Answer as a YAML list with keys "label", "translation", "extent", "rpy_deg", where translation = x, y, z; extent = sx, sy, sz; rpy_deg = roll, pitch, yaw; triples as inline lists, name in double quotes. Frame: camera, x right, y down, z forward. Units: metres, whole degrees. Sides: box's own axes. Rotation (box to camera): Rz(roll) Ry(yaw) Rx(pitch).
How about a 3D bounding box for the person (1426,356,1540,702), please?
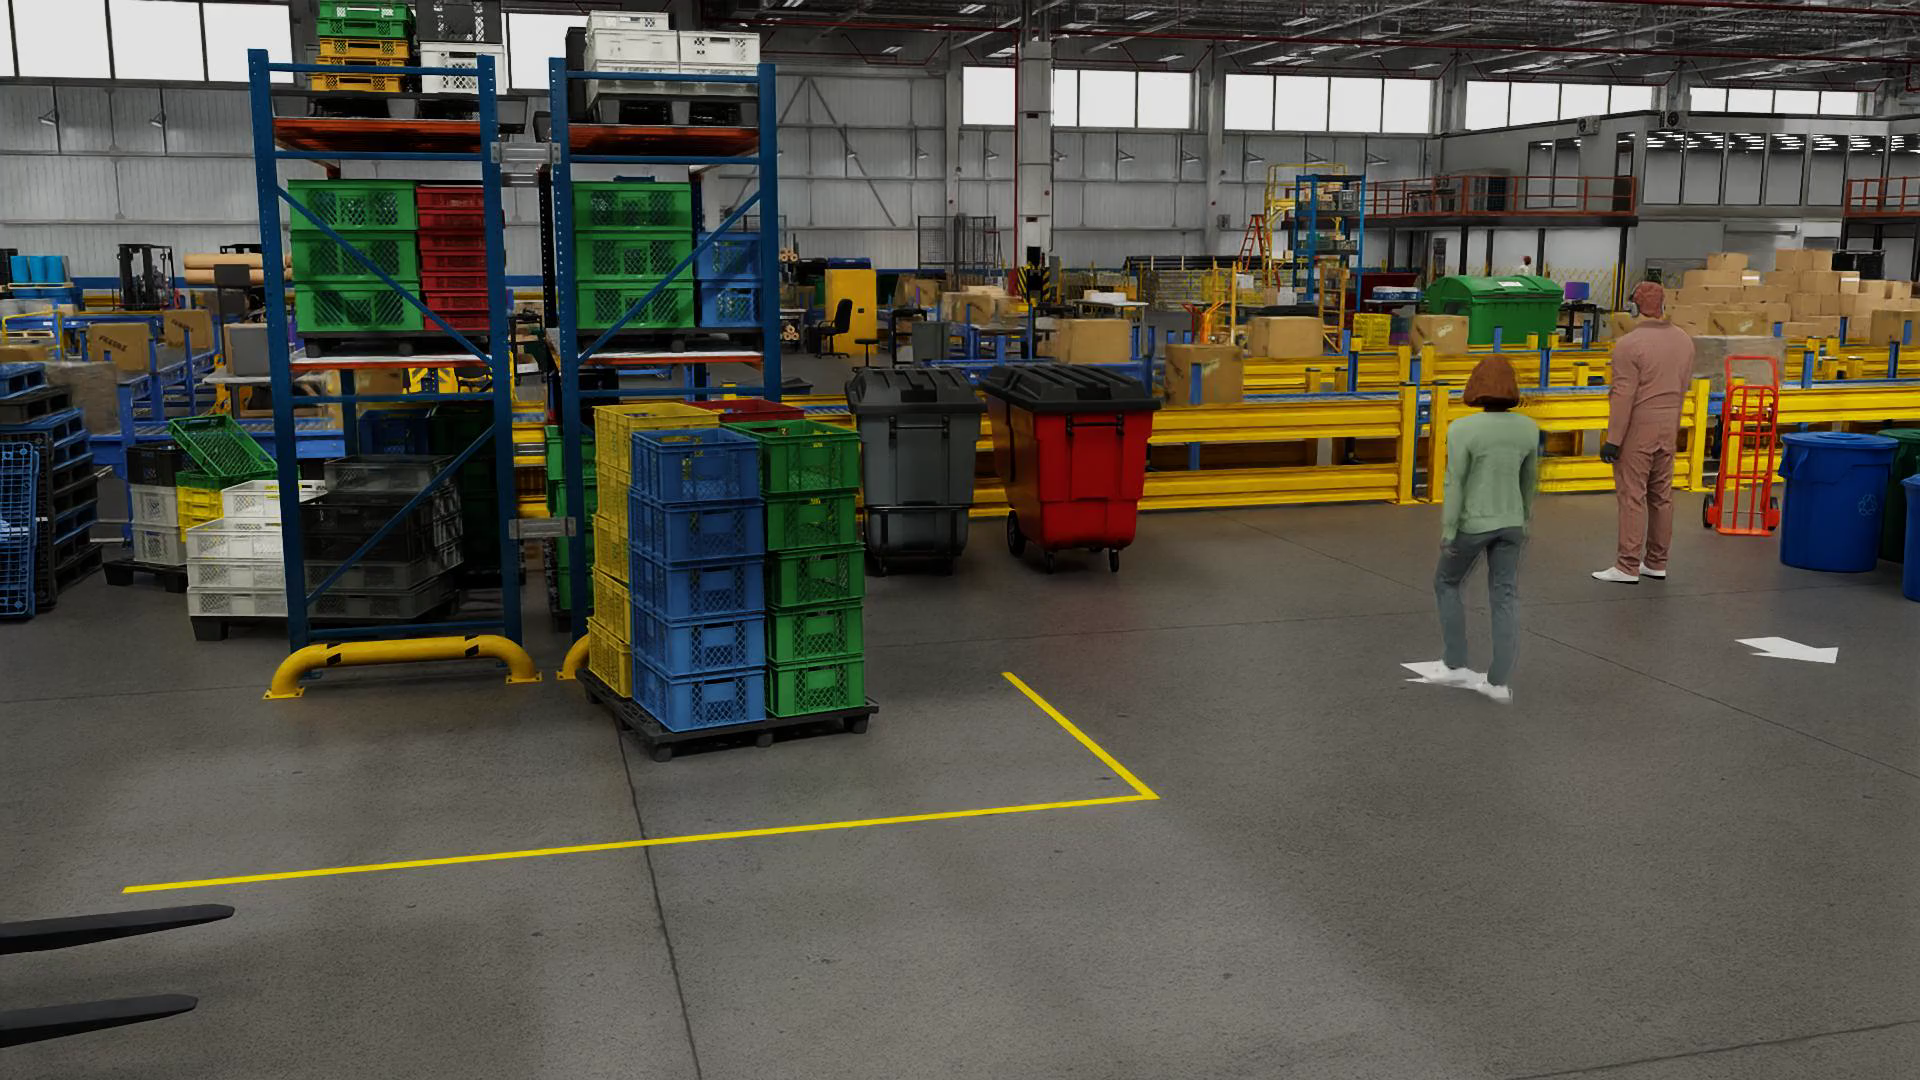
- label: "person"
  translation: [2.457, -0.061, 7.878]
  extent: [0.520, 1.613, 0.565]
  rpy_deg: [-3, 10, -15]

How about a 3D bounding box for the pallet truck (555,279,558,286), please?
- label: "pallet truck"
  translation: [-10.604, -6.375, 44.520]
  extent: [0.653, 1.274, 1.630]
  rpy_deg: [-3, 10, -15]

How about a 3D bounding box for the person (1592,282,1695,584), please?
- label: "person"
  translation: [4.302, -0.672, 10.532]
  extent: [0.637, 1.904, 0.403]
  rpy_deg: [-5, 11, -28]

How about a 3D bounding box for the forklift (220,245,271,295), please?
- label: "forklift"
  translation: [-17.749, -6.334, 41.440]
  extent: [1.157, 1.987, 2.680]
  rpy_deg: [-3, 10, -17]

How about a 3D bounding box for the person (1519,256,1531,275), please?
- label: "person"
  translation: [17.742, -7.989, 52.195]
  extent: [1.025, 1.826, 0.597]
  rpy_deg: [9, 13, 41]

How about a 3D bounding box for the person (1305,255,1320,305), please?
- label: "person"
  translation: [7.934, -5.467, 37.434]
  extent: [1.050, 1.986, 0.630]
  rpy_deg: [4, 11, 19]

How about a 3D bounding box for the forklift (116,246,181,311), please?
- label: "forklift"
  translation: [-19.966, -6.232, 40.894]
  extent: [1.157, 1.987, 2.680]
  rpy_deg: [-3, 10, -15]
